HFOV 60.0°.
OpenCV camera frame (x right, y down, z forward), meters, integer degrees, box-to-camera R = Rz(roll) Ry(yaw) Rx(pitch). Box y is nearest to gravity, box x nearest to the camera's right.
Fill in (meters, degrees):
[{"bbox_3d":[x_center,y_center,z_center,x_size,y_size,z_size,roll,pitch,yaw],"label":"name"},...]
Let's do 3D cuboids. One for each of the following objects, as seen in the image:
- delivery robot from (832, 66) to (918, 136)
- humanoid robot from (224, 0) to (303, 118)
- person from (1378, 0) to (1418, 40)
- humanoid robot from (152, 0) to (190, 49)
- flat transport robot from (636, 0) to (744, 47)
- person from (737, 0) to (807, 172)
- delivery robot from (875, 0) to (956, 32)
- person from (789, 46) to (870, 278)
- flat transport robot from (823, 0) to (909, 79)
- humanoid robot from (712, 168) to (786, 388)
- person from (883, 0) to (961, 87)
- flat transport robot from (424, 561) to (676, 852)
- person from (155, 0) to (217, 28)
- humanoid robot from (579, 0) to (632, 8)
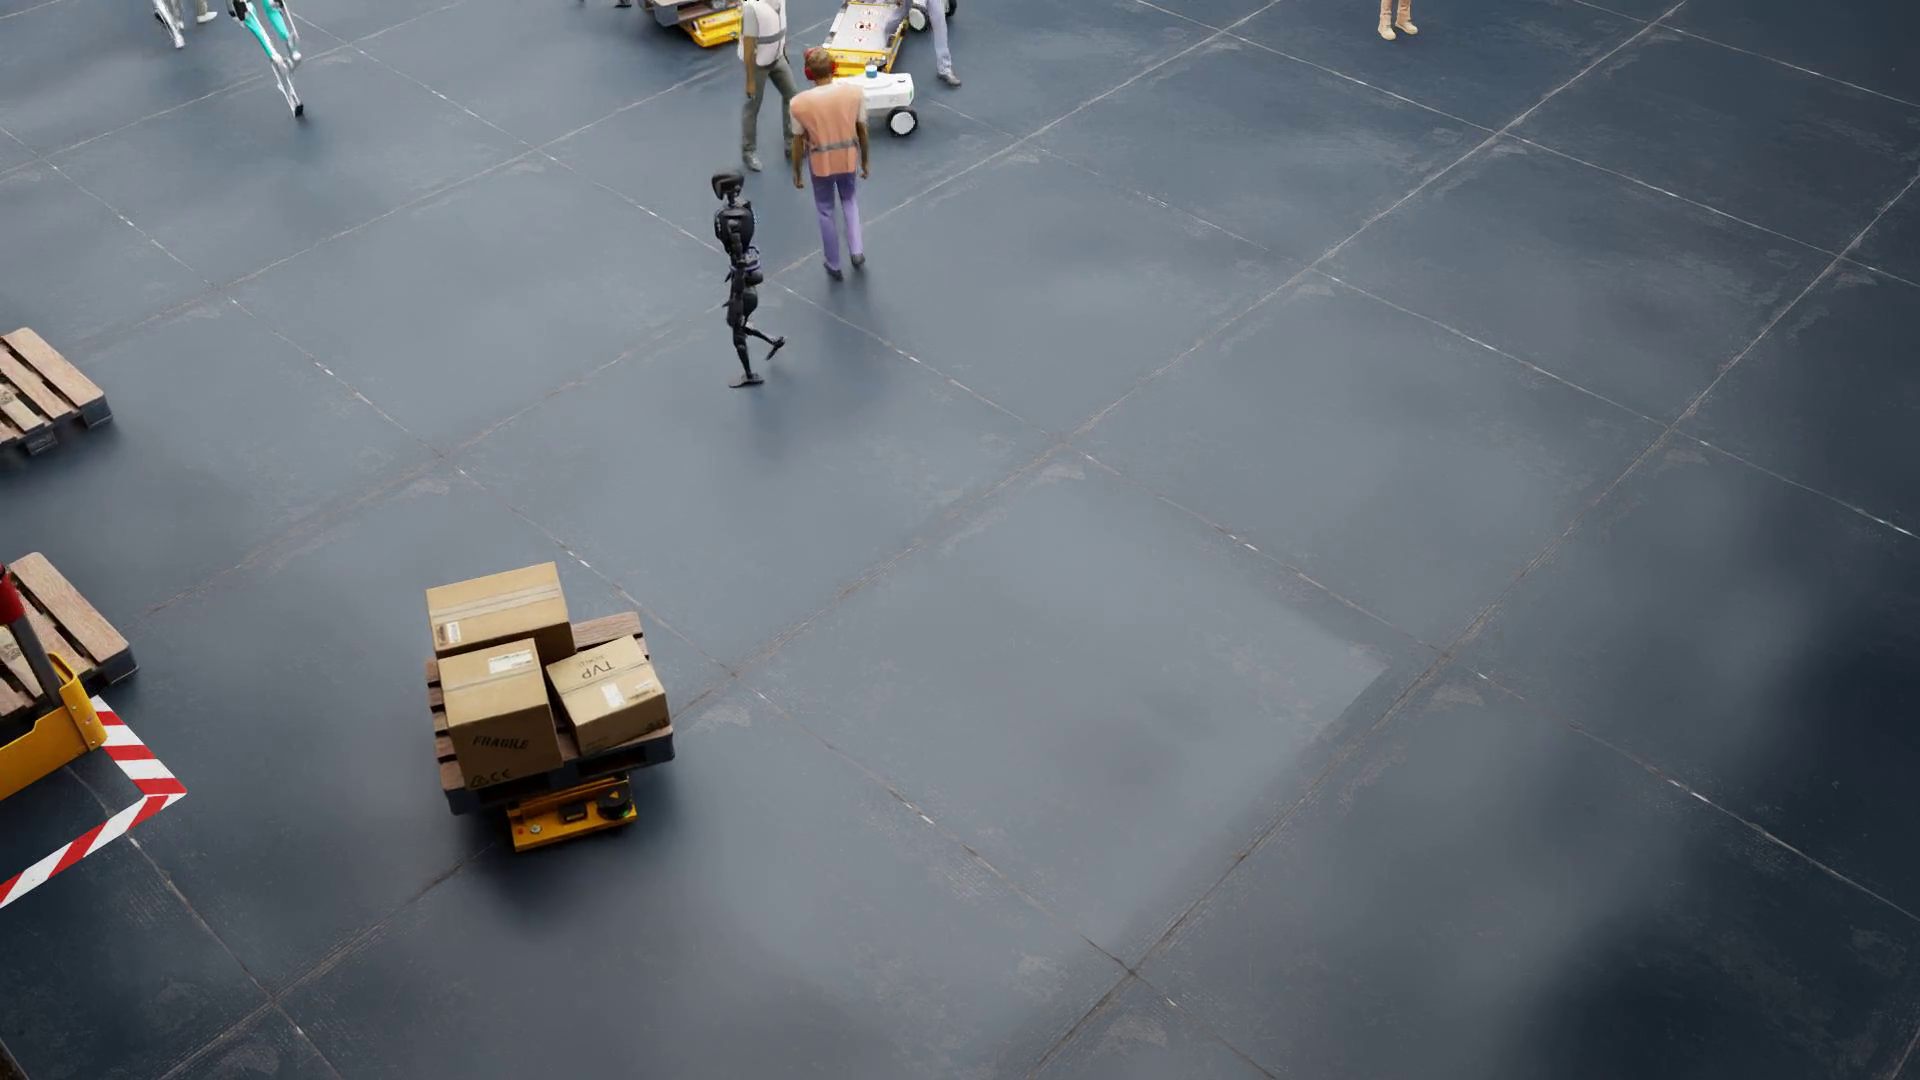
[{"bbox_3d":[-0.767,-3.881,14.604,0.739,0.566,0.499,-7,42,-7],"label":"delivery robot"},{"bbox_3d":[-6.066,-4.590,14.572,0.558,1.817,0.885,-28,49,-28],"label":"humanoid robot"},{"bbox_3d":[4.255,-5.597,15.648,0.469,1.740,0.321,-19,45,-19],"label":"person"},{"bbox_3d":[-7.553,-5.453,15.564,0.531,1.877,0.805,-19,45,-20],"label":"humanoid robot"},{"bbox_3d":[-2.576,-5.268,16.382,0.659,0.231,1.431,-24,47,-24],"label":"flat transport robot"},{"bbox_3d":[-1.589,-3.878,13.683,0.664,1.814,0.778,18,45,19],"label":"person"},{"bbox_3d":[-0.446,-5.335,16.252,0.799,0.608,0.499,26,48,26],"label":"delivery robot"},{"bbox_3d":[-0.963,-2.803,12.482,0.585,1.816,0.461,-14,44,-15],"label":"person"},{"bbox_3d":[-0.901,-4.750,15.806,0.659,0.231,1.431,6,42,6],"label":"flat transport robot"},{"bbox_3d":[-1.469,-1.801,11.478,0.406,1.647,0.613,-6,42,-7],"label":"humanoid robot"},{"bbox_3d":[-0.384,-5.107,15.081,0.585,1.778,1.056,-22,47,-23],"label":"person"},{"bbox_3d":[-2.273,1.081,9.325,0.659,0.231,1.431,-13,44,-14],"label":"flat transport robot"},{"bbox_3d":[-7.534,-5.632,15.783,0.518,1.614,0.567,13,43,14],"label":"person"},{"bbox_3d":[-3.640,-5.936,16.092,0.705,1.635,0.611,-5,42,-5],"label":"humanoid robot"}]
